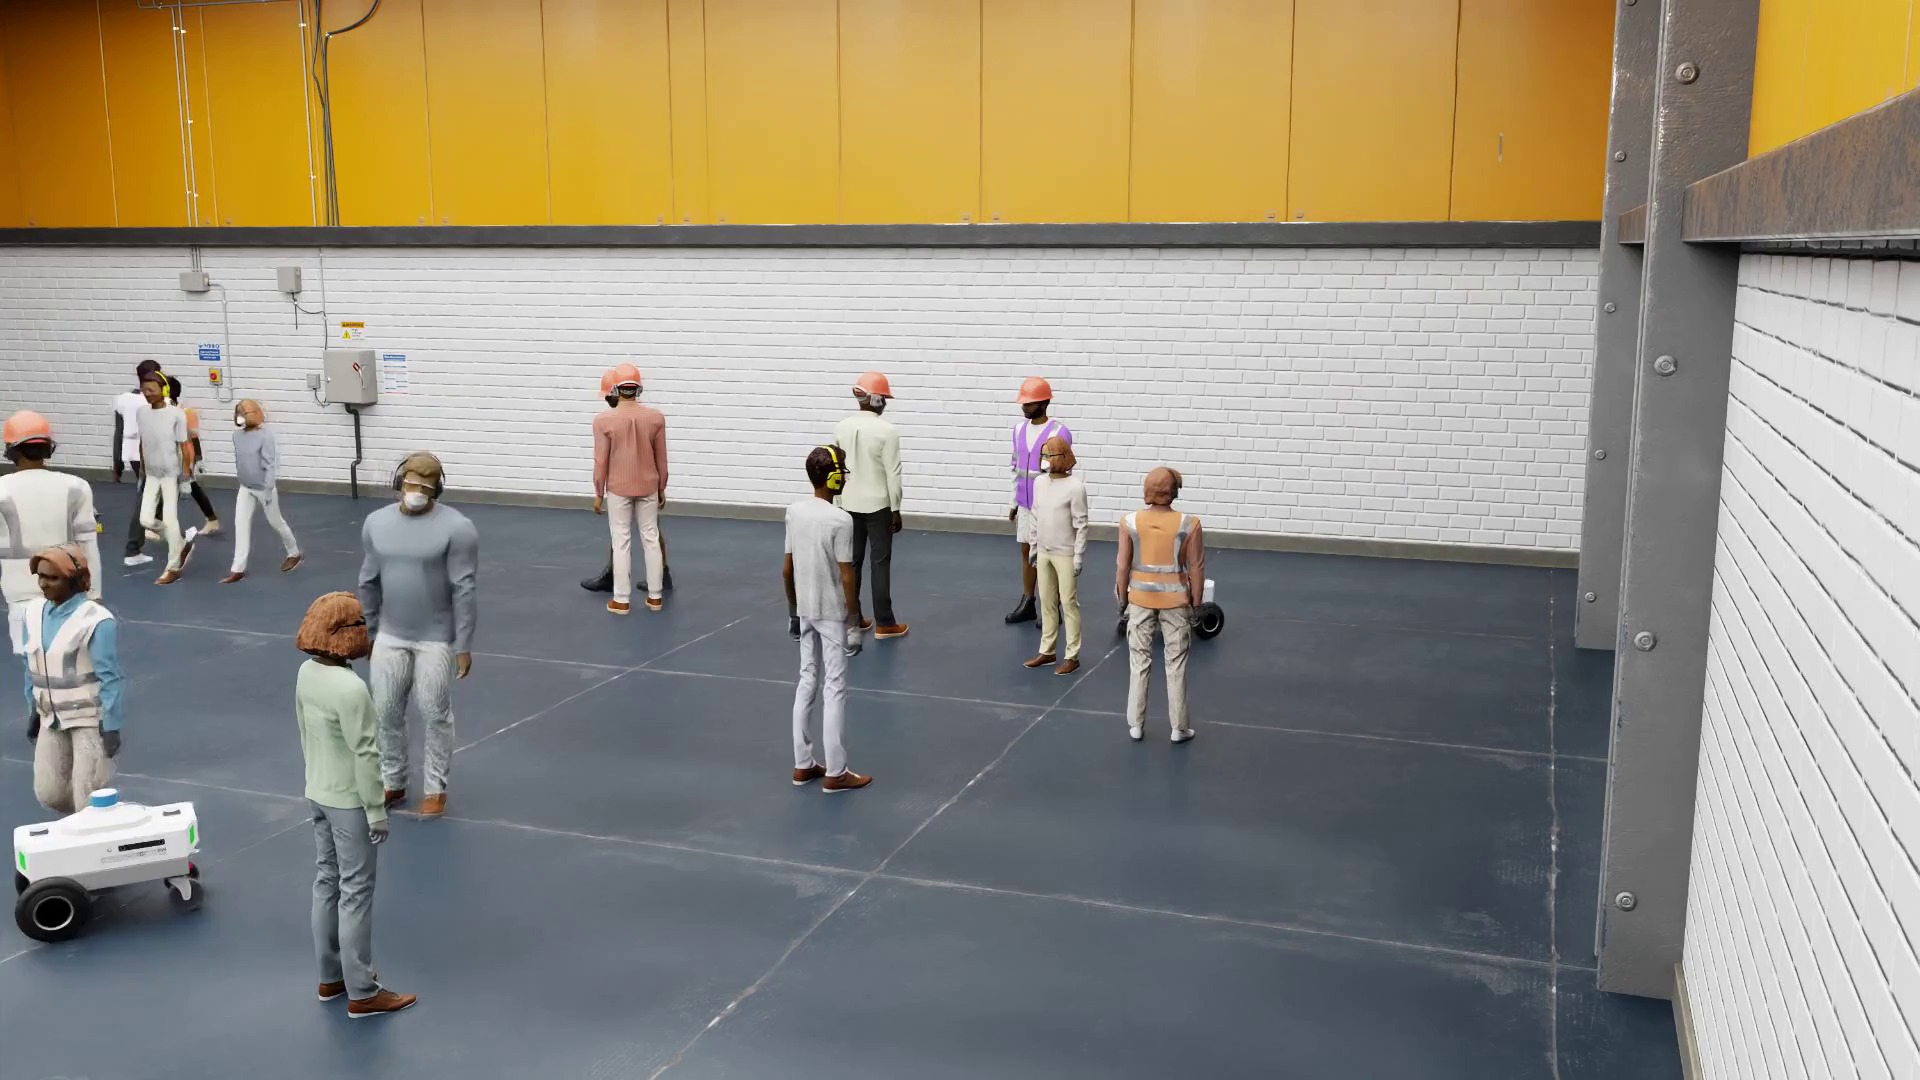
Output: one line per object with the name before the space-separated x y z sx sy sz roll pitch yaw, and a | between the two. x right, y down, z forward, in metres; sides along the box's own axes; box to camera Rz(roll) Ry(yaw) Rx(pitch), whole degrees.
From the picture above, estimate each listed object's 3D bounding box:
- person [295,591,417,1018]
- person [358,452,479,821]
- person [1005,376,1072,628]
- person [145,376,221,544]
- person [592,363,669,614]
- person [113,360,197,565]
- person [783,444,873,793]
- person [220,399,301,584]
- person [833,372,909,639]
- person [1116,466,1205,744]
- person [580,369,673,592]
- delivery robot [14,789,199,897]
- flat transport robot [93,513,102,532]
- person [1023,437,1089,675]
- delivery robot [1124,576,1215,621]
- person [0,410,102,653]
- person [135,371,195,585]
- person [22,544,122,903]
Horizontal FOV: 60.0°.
person | -2.334 0.999 6.340 0.500 1.633 0.284 10 14 43
person | -2.723 0.494 8.428 0.672 1.912 0.382 2 10 11
person | 0.588 -0.286 12.730 0.550 1.933 0.375 9 13 40
person | -7.767 -0.801 16.430 0.531 1.632 0.947 7 12 36
person | -2.620 -0.405 13.230 0.609 1.995 0.378 -6 12 -29
person | -7.487 -0.742 15.506 0.594 1.856 1.046 3 11 17
person | -0.728 0.420 8.948 0.523 1.865 0.317 9 13 41
person | -6.182 -0.453 14.665 0.511 1.600 0.855 4 11 23
person | -0.669 -0.260 12.438 0.613 1.985 0.402 7 12 36
person | 1.175 0.386 9.786 0.521 1.636 0.311 3 11 17
person | -2.844 -0.490 13.993 0.867 1.882 0.591 -2 10 -9
delivery robot | -3.712 1.329 7.254 0.707 0.478 0.477 -6 11 -29
flat transport robot | -9.311 -0.239 17.150 0.652 0.197 1.431 -7 12 -33
person | 0.659 0.103 11.383 0.265 1.632 0.508 -9 13 -40
delivery robot | 1.536 0.416 12.398 0.707 0.478 0.477 -5 11 -27
person | -5.180 0.273 9.417 0.989 2.009 0.610 9 13 40
person | -6.901 -0.551 14.447 0.545 1.855 0.478 3 10 14
person | -3.913 0.803 7.464 0.530 1.621 0.463 4 11 22
